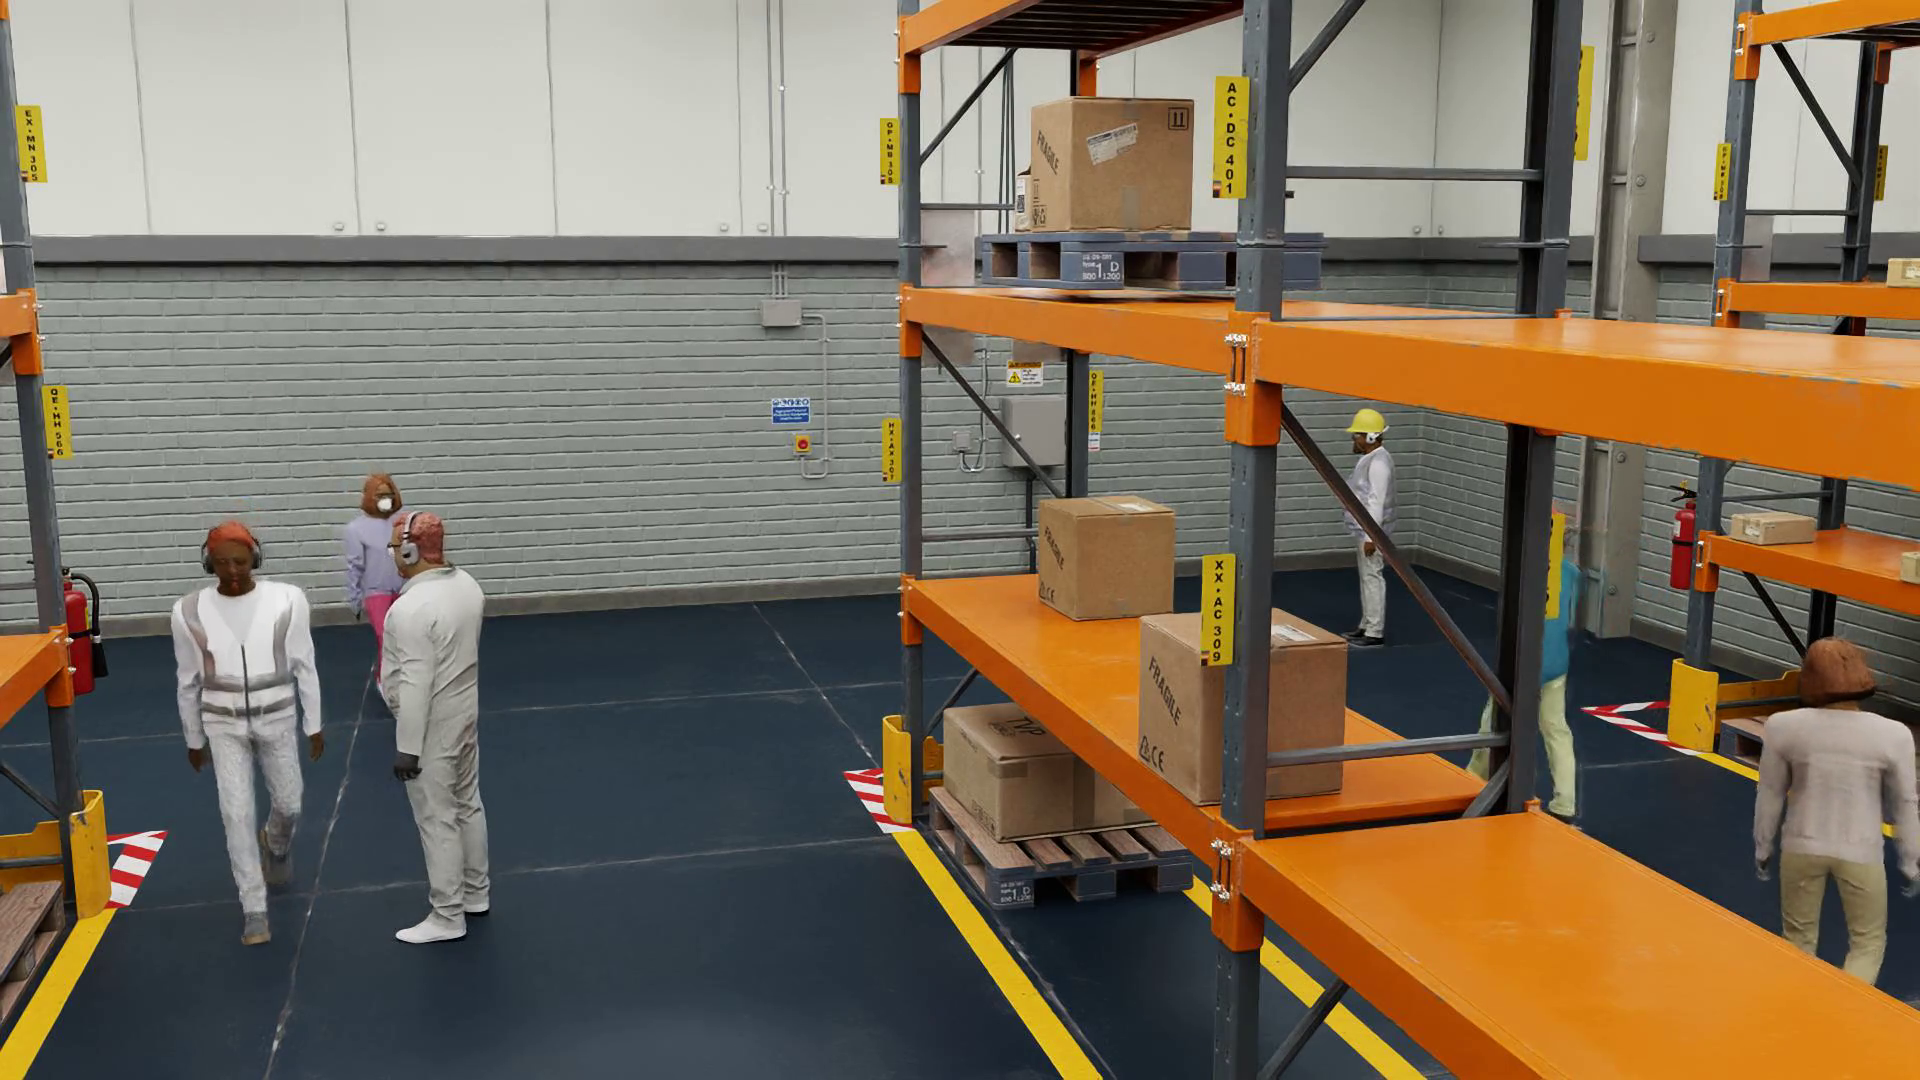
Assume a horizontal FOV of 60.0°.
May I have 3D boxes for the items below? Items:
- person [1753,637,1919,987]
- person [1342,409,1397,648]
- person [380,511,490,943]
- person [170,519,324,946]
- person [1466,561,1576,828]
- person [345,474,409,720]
[{"bbox_3d":[3.211,1.165,6.117,0.549,1.618,0.366,6,11,29],"label":"person"},{"bbox_3d":[3.117,-0.088,12.707,0.404,1.824,0.591,1,10,7],"label":"person"},{"bbox_3d":[-2.328,0.815,7.319,0.403,1.904,0.652,1,10,8],"label":"person"},{"bbox_3d":[-3.166,0.813,7.433,0.594,1.867,0.670,-4,11,-21],"label":"person"},{"bbox_3d":[2.972,0.637,8.865,0.594,1.710,0.843,-7,12,-35],"label":"person"},{"bbox_3d":[-3.740,0.346,10.851,0.498,1.599,0.821,-9,14,-43],"label":"person"}]
